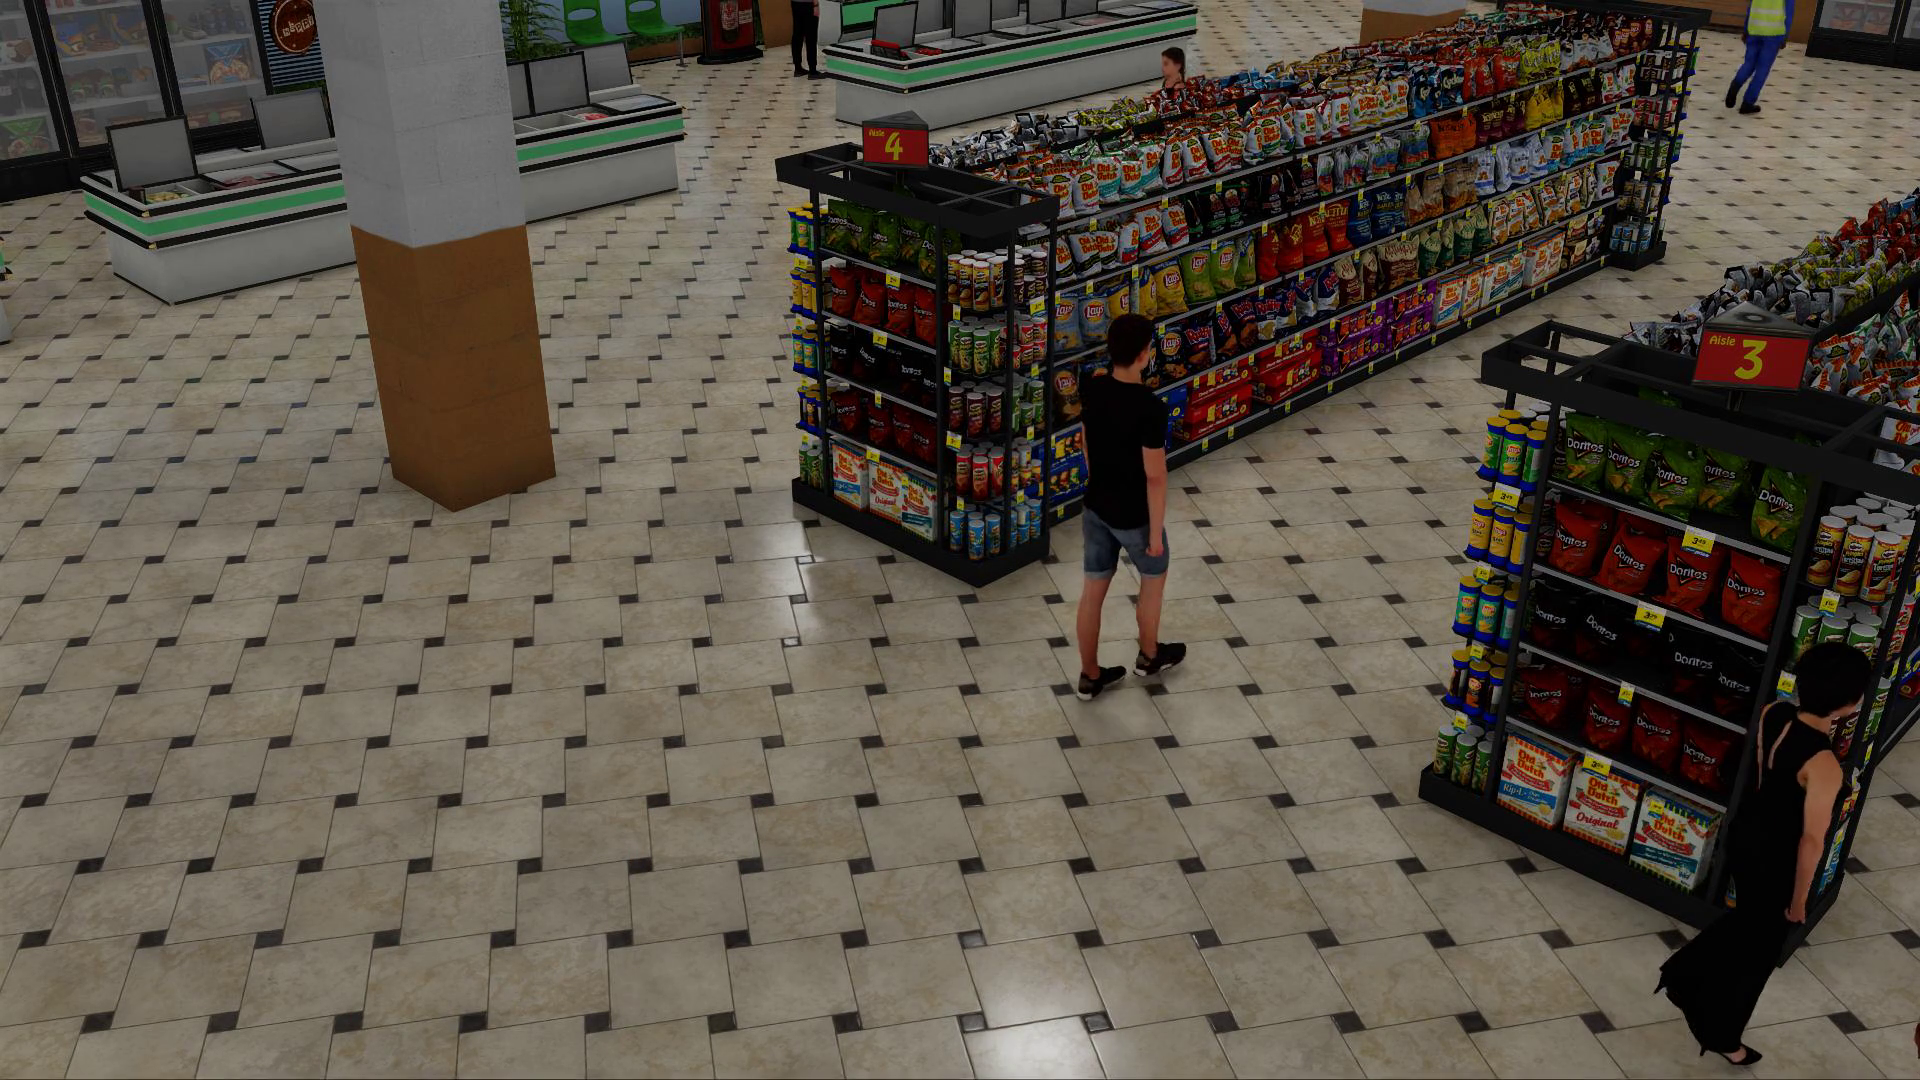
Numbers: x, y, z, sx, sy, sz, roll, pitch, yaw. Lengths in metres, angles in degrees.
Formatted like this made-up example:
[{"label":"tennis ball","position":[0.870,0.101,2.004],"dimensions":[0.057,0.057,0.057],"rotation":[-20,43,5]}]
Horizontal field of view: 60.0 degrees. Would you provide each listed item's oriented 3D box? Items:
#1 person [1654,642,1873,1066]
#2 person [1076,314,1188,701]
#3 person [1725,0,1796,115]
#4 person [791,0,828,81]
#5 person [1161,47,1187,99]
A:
[{"label":"person","position":[2.565,1.042,5.437],"dimensions":[0.797,1.586,0.738],"rotation":[-1,27,-2]},{"label":"person","position":[0.653,-0.100,7.415],"dimensions":[0.678,1.833,0.848],"rotation":[23,35,38]},{"label":"person","position":[8.778,-5.544,18.201],"dimensions":[0.869,1.788,0.722],"rotation":[-21,34,-35]},{"label":"person","position":[-1.888,-6.496,20.115],"dimensions":[0.552,1.754,0.628],"rotation":[-23,35,-37]},{"label":"person","position":[1.897,-3.465,14.377],"dimensions":[0.970,1.539,0.763],"rotation":[-10,29,-19]}]
